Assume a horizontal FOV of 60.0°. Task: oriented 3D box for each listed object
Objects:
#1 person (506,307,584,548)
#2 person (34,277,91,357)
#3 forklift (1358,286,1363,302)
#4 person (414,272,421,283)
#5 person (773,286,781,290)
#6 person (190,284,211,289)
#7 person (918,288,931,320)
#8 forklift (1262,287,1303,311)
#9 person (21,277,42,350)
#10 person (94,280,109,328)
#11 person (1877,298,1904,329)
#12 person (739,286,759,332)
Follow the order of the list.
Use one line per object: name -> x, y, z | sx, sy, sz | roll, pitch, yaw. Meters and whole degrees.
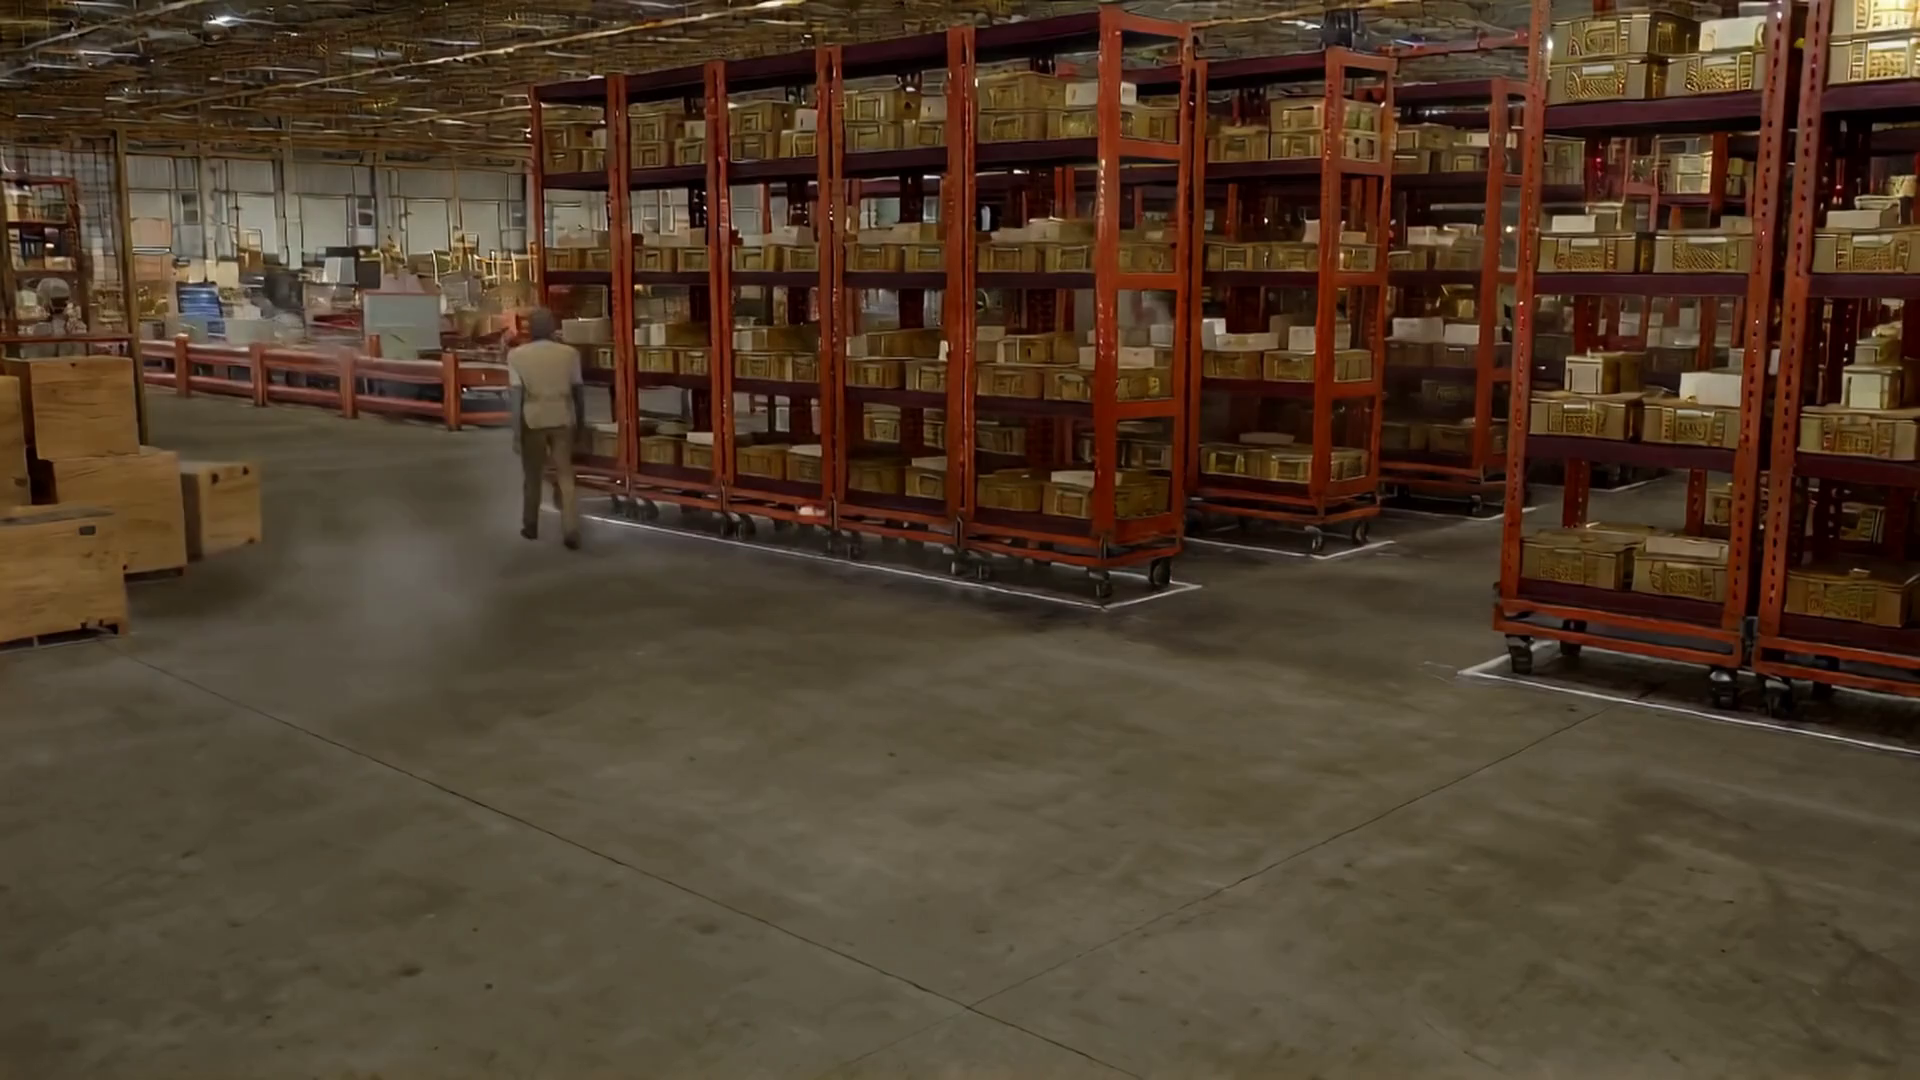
person -> -3.083, -0.843, 12.452 | 0.591, 1.799, 0.985 | -5, 11, -29
person -> -7.801, -1.278, 14.484 | 0.391, 1.995, 0.613 | 2, 9, 10
forklift -> 11.100, -7.017, 46.970 | 1.873, 2.768, 1.129 | 9, 13, 43
person -> -23.783, -10.763, 72.804 | 0.545, 1.942, 0.350 | 9, 13, 44
person -> -8.195, -10.850, 74.299 | 0.533, 1.615, 0.567 | 2, 10, 15
person -> -21.943, -6.737, 48.008 | 0.621, 1.977, 0.443 | 3, 10, 15
person -> -0.934, -5.638, 41.779 | 0.403, 1.817, 0.601 | -5, 10, -27
forklift -> 10.769, -8.203, 54.240 | 1.129, 2.768, 1.873 | 8, 12, 42
person -> -21.123, -5.077, 37.966 | 0.376, 1.933, 0.551 | 9, 13, 44
person -> -24.651, -6.607, 47.936 | 0.318, 1.741, 0.493 | 8, 12, 41
person -> 9.849, -1.724, 17.719 | 0.404, 1.830, 0.601 | 2, 9, 9
person -> -6.003, -6.552, 47.143 | 0.665, 1.888, 0.433 | -8, 12, -41
